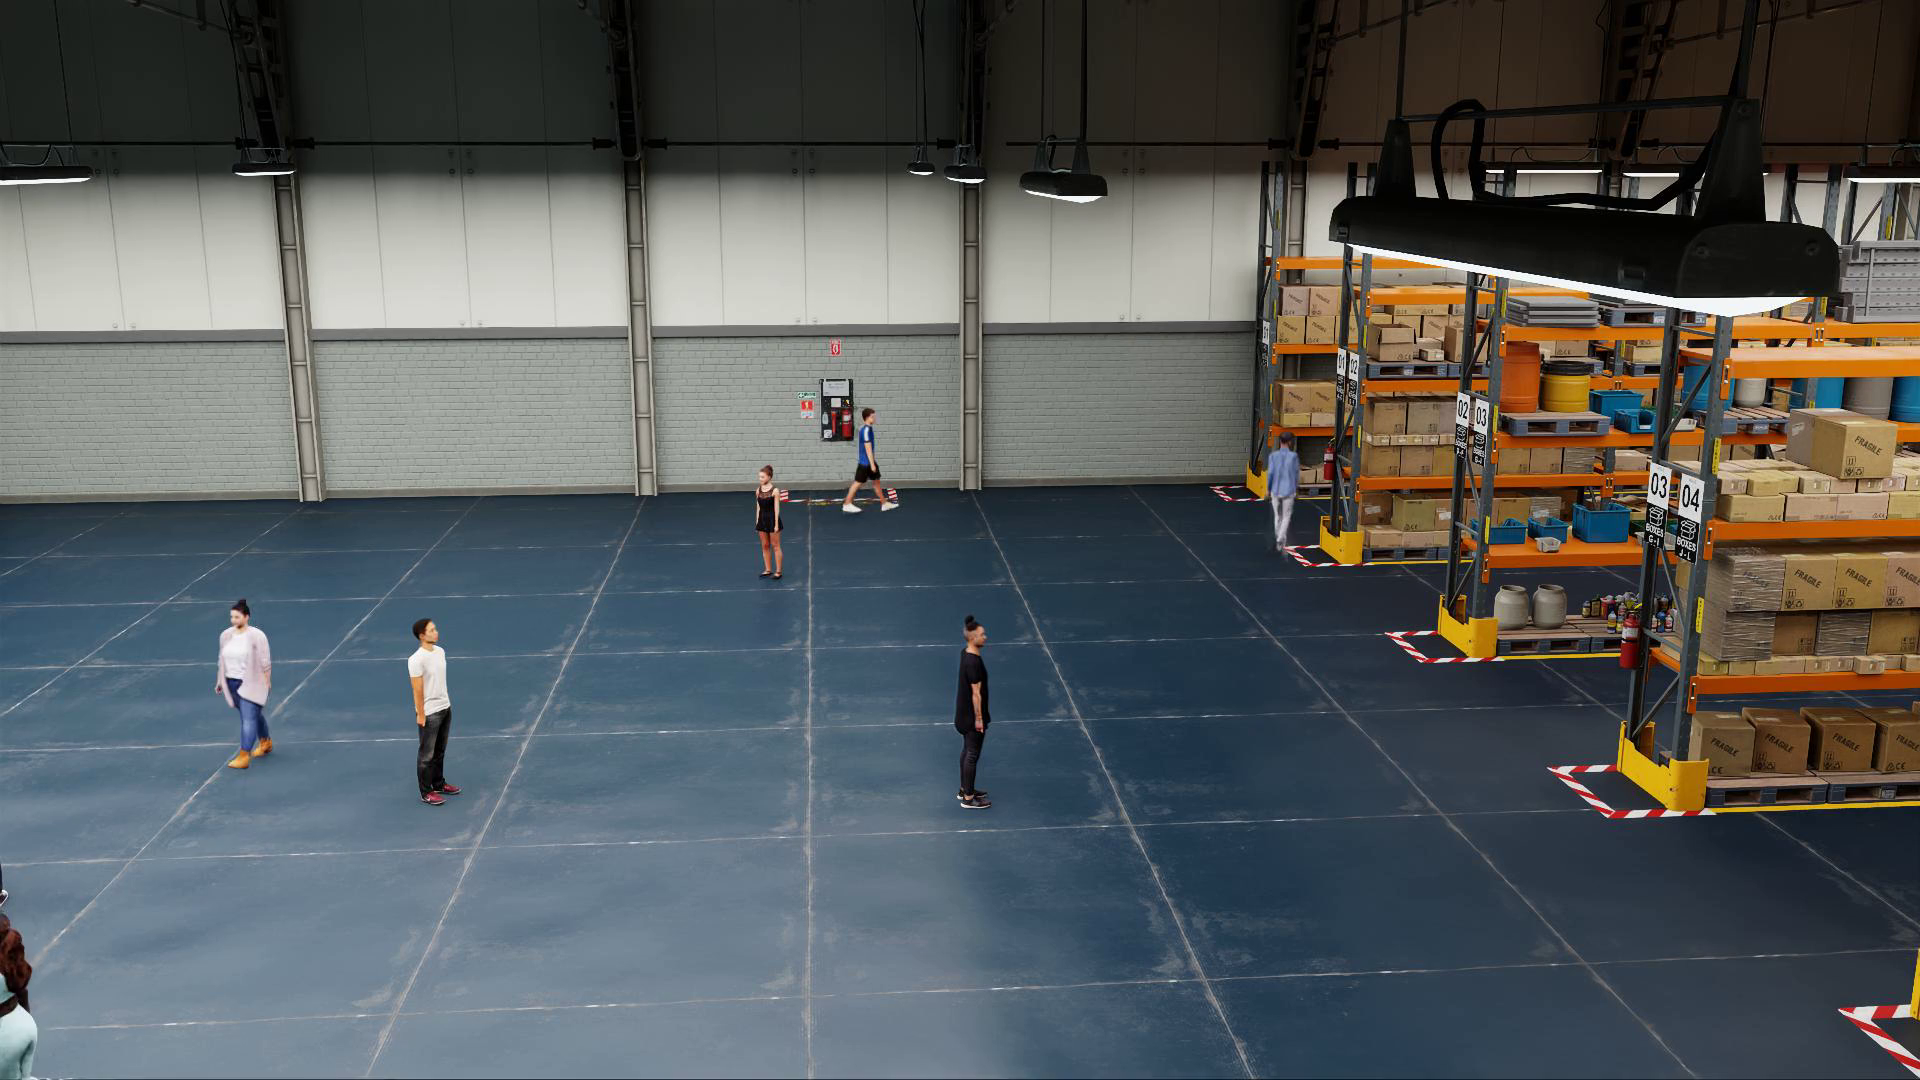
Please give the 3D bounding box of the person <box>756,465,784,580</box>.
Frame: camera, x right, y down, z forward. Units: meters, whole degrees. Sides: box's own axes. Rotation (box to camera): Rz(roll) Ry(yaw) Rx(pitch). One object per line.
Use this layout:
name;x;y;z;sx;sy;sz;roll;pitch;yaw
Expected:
person;-2.803;-0.268;24.489;0.670;1.680;0.751;8;15;31

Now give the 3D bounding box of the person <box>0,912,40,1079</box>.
person;-5.686;3.047;10.095;0.842;1.716;0.626;0;13;2

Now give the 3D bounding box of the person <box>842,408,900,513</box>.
person;-1.705;-1.343;28.821;1.260;1.820;0.794;1;13;3

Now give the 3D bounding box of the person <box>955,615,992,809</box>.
person;0.123;1.621;15.920;0.582;1.867;0.693;-2;13;-8

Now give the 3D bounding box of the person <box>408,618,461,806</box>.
person;-5.099;1.625;16.037;0.654;1.804;0.707;3;13;14

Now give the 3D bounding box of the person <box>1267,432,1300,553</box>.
person;5.087;-0.740;26.152;1.200;1.850;1.037;5;14;20

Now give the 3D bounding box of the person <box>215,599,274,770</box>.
person;-7.251;1.438;17.059;1.051;1.709;1.001;5;14;21
